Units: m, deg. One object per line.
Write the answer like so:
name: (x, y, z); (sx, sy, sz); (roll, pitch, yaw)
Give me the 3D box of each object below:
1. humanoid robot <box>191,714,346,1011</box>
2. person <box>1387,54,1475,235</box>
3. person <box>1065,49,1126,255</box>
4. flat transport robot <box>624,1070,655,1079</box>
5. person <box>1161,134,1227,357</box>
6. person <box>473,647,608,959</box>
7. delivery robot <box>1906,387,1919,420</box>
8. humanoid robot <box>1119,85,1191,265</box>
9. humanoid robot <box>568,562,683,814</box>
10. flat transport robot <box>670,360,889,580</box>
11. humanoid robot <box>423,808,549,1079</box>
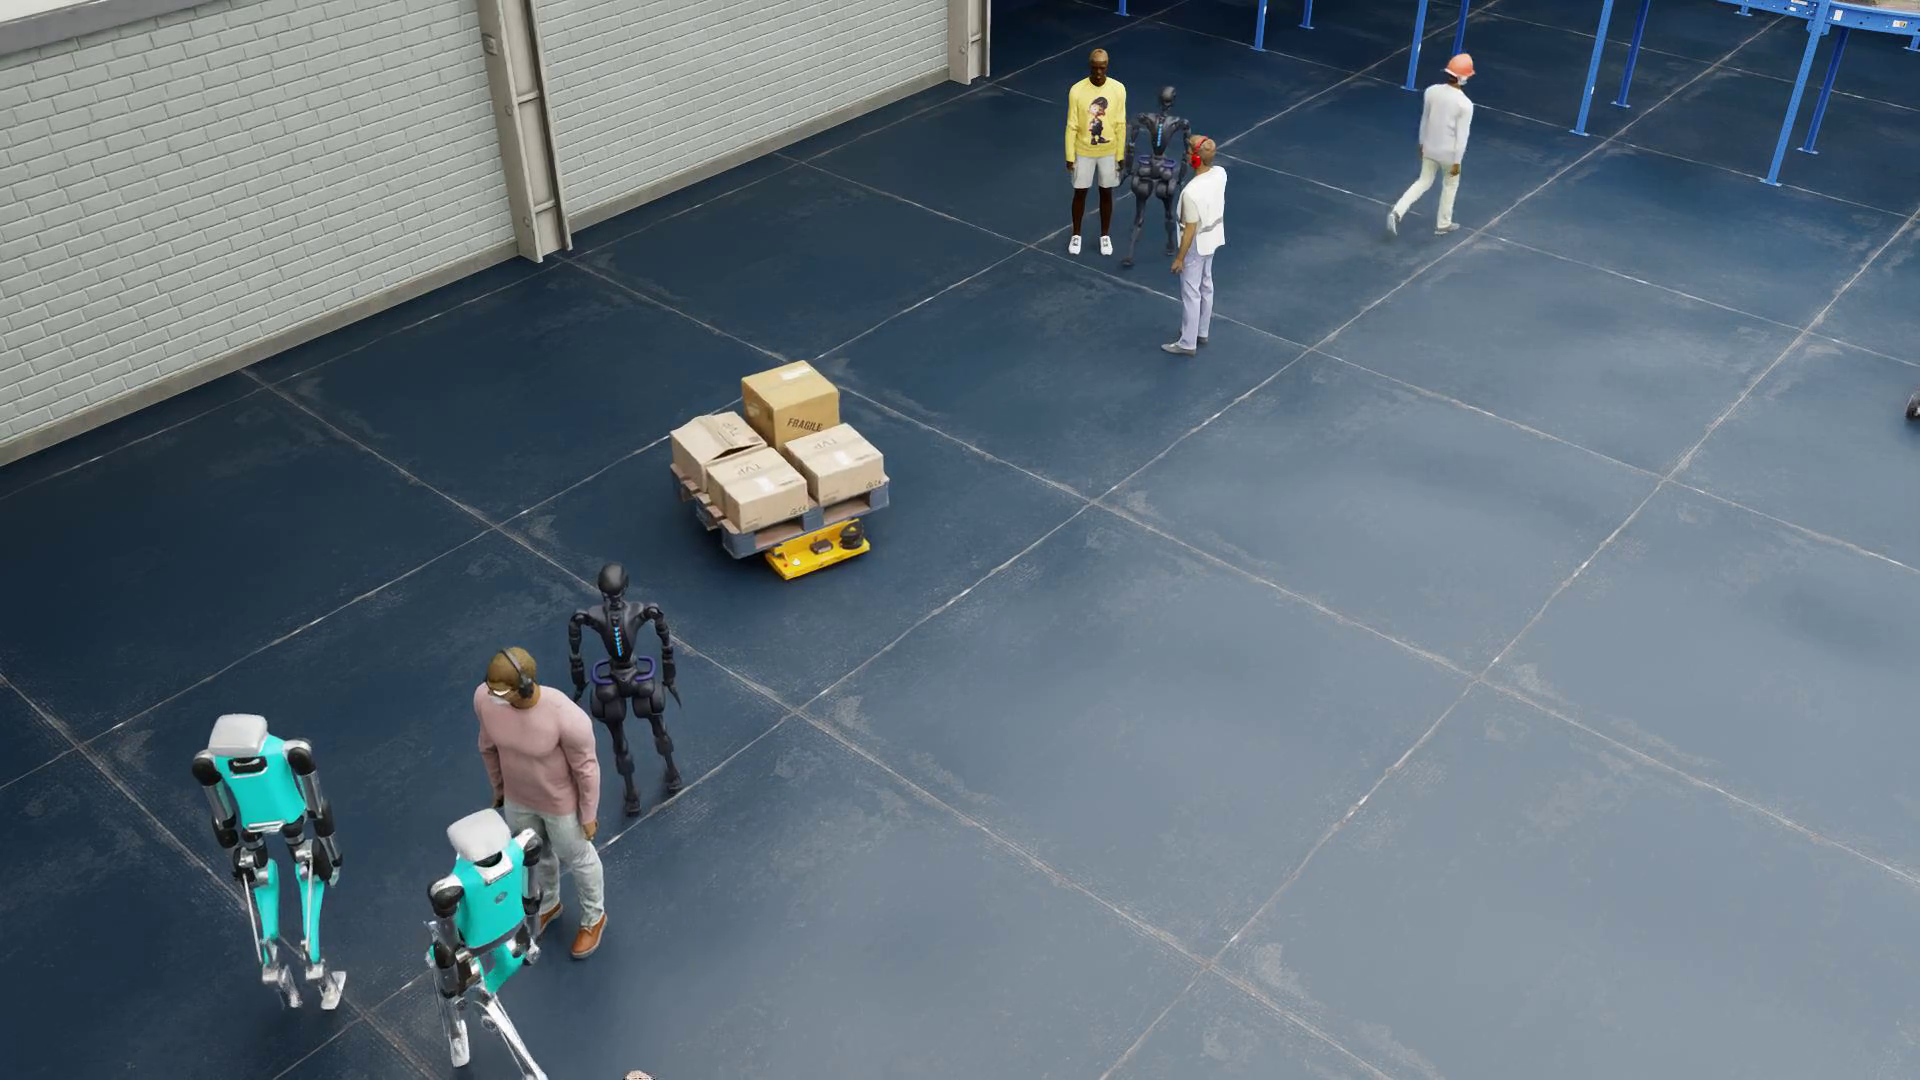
humanoid robot: (-3.190, 1.654, 7.796); (0.537, 1.801, 0.669); (-5, 36, -7)
person: (4.349, -3.563, 15.135); (0.738, 1.725, 0.568); (-20, 40, -25)
person: (1.202, -3.461, 14.854); (0.538, 1.893, 0.375); (-1, 35, -2)
flat transport robot: (-1.317, 3.086, 7.054); (1.431, 0.231, 0.659); (19, 40, 25)
person: (1.903, -2.342, 13.316); (0.388, 1.847, 0.564); (22, 41, 27)
person: (-2.039, 1.274, 8.164); (0.628, 1.935, 0.371); (13, 37, 18)
delivery robot: (7.701, -1.182, 12.788); (0.499, 0.579, 0.759); (28, 44, 33)
humanoid robot: (1.718, -3.240, 14.767); (0.613, 1.642, 0.604); (8, 36, 11)
humanoid robot: (-1.836, 0.785, 9.069); (0.595, 1.657, 0.389); (-6, 36, -8)
flat transport robot: (-1.276, -0.233, 11.715); (0.659, 0.231, 1.431); (-21, 40, -26)
humanoid robot: (-2.235, 1.802, 7.606); (0.893, 1.767, 0.576); (30, 45, 35)
